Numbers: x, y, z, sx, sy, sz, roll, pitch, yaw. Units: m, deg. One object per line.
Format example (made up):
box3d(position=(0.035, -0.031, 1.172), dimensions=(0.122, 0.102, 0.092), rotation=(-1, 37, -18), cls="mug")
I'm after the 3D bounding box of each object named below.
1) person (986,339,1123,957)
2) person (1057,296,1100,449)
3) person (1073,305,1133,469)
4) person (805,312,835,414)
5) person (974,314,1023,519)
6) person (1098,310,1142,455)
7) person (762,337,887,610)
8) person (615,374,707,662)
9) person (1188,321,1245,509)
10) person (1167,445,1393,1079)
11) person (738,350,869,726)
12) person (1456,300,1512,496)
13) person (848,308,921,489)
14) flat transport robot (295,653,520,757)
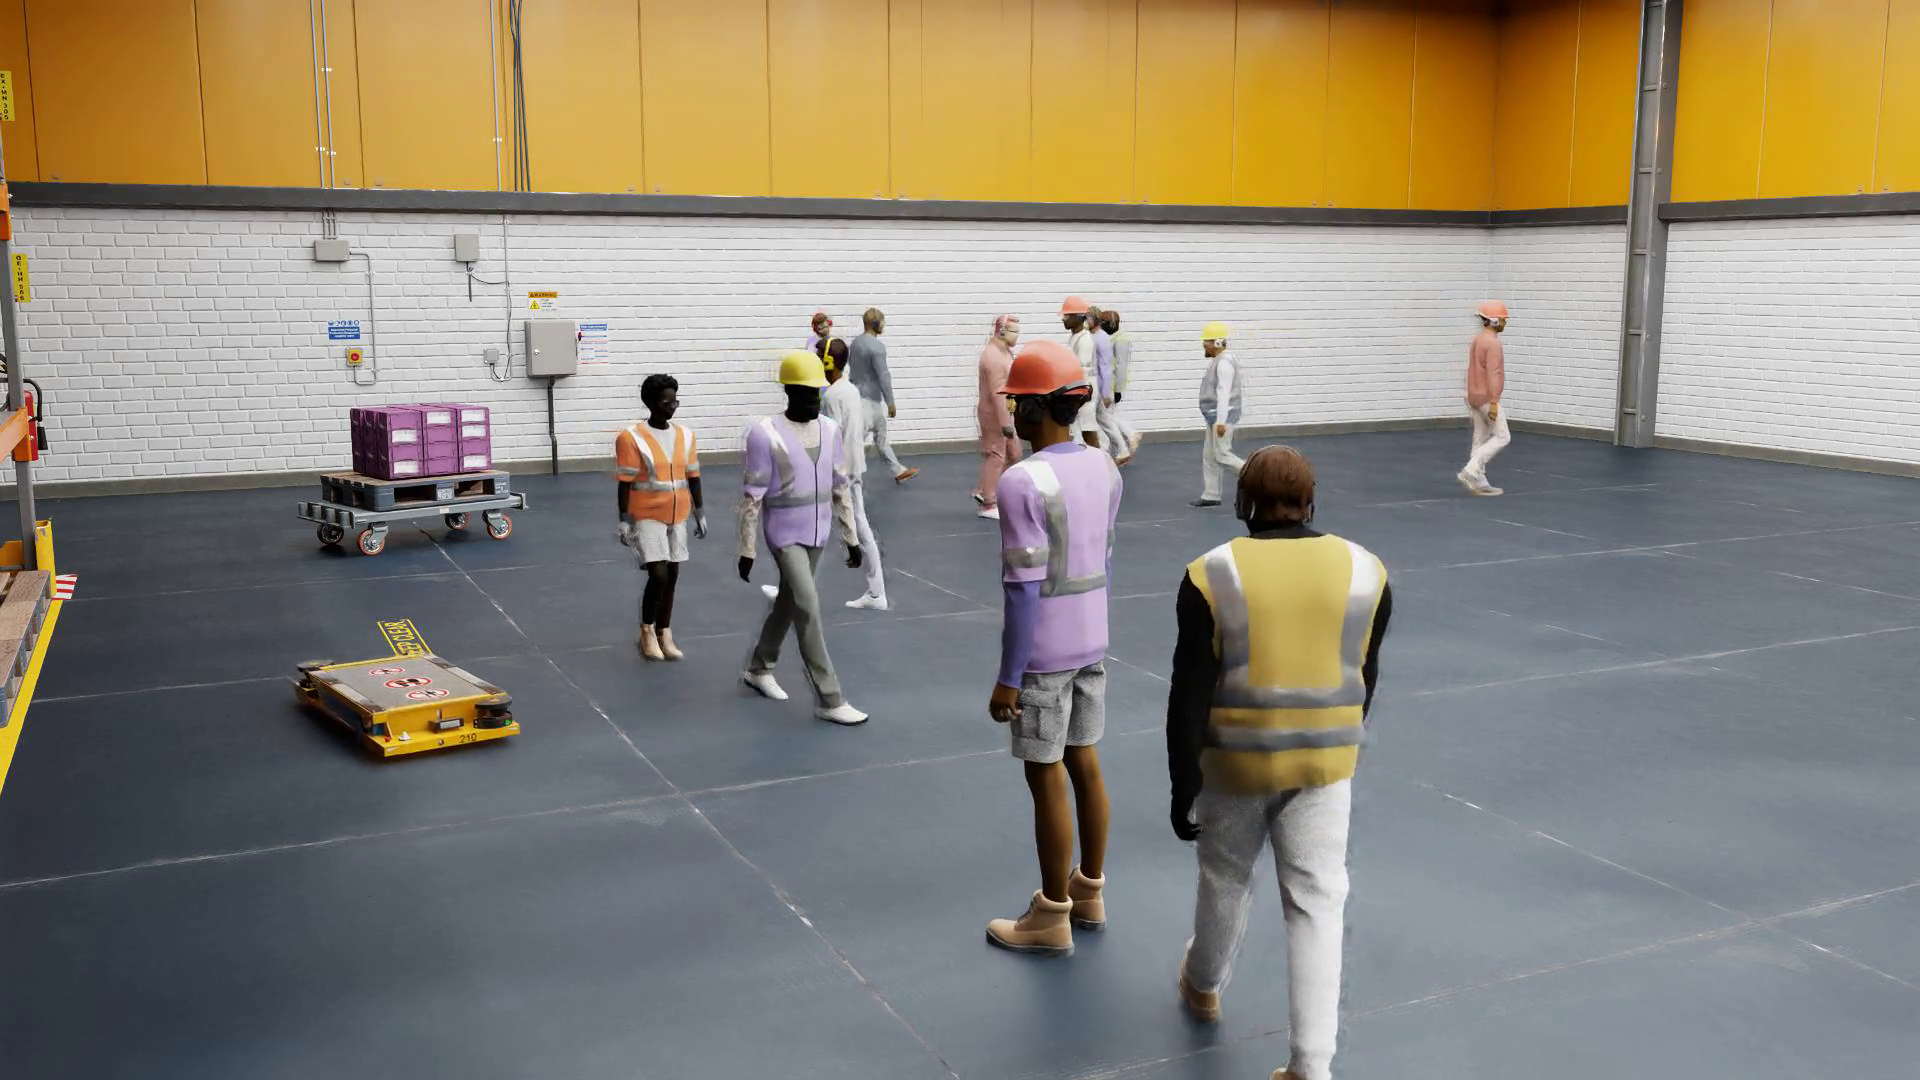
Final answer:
box3d(position=(0.289, 0.361, 5.535), dimensions=(0.394, 2.044, 0.609), rotation=(7, 11, 35), cls="person")
box3d(position=(1.056, -1.447, 16.848), dimensions=(0.924, 2.009, 0.636), rotation=(-2, 9, -11), cls="person")
box3d(position=(1.542, -1.719, 18.917), dimensions=(1.012, 1.897, 0.631), rotation=(-2, 9, -10), cls="person")
box3d(position=(-1.577, -1.672, 18.874), dimensions=(0.394, 1.815, 0.647), rotation=(3, 10, 20), cls="person")
box3d(position=(0.365, -1.115, 15.198), dimensions=(0.411, 1.884, 0.667), rotation=(2, 9, 11), cls="person")
box3d(position=(1.838, -1.831, 19.829), dimensions=(0.705, 1.819, 0.636), rotation=(-3, 10, -16), cls="person")
box3d(position=(-0.895, -0.434, 11.153), dimensions=(0.930, 1.821, 0.547), rotation=(3, 10, 18), cls="person")
box3d(position=(-1.704, -0.117, 9.588), dimensions=(0.404, 1.682, 0.555), rotation=(8, 12, 42), cls="person")
box3d(position=(2.566, -1.167, 15.777), dimensions=(0.707, 1.804, 0.622), rotation=(0, 9, 3), cls="person")
box3d(position=(0.881, 0.630, 4.682), dimensions=(0.642, 1.787, 0.982), rotation=(0, 9, -3), cls="person")
box3d(position=(-0.839, -0.036, 8.527), dimensions=(0.989, 1.883, 0.619), rotation=(8, 12, 40), cls="person")
box3d(position=(5.309, -1.411, 16.715), dimensions=(0.430, 1.981, 0.643), rotation=(0, 9, -1), cls="person")
box3d(position=(-0.855, -1.462, 17.336), dimensions=(1.021, 1.881, 0.649), rotation=(-4, 10, -25), cls="person")
box3d(position=(-2.800, 0.792, 8.343), dimensions=(0.652, 0.197, 1.431), rotation=(-7, 11, -36), cls="flat transport robot")
